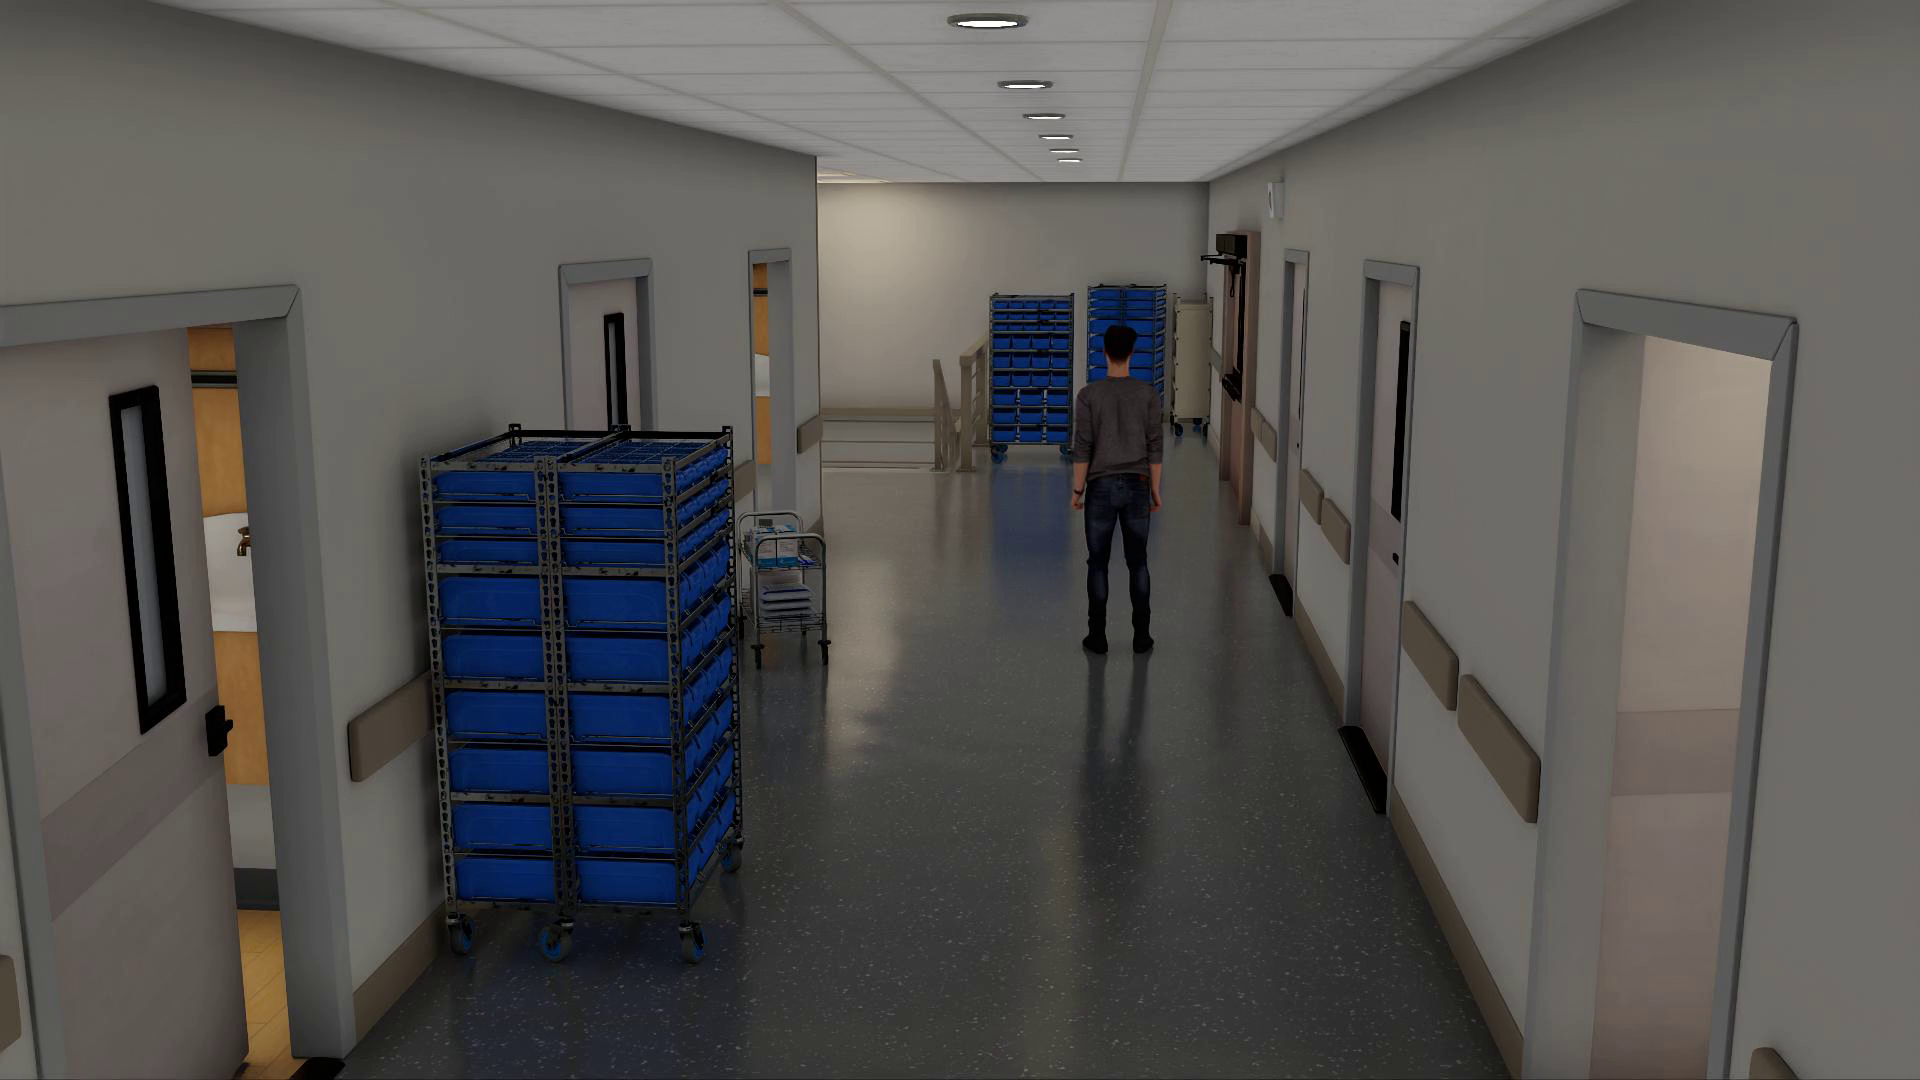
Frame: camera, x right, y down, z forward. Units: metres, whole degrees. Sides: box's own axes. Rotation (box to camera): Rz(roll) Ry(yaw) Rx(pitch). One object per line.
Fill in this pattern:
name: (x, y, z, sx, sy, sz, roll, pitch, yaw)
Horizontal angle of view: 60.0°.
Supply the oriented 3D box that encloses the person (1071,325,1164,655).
person: (0.919, -0.290, 9.663, 0.711, 1.905, 0.613, 0, 11, -2)
